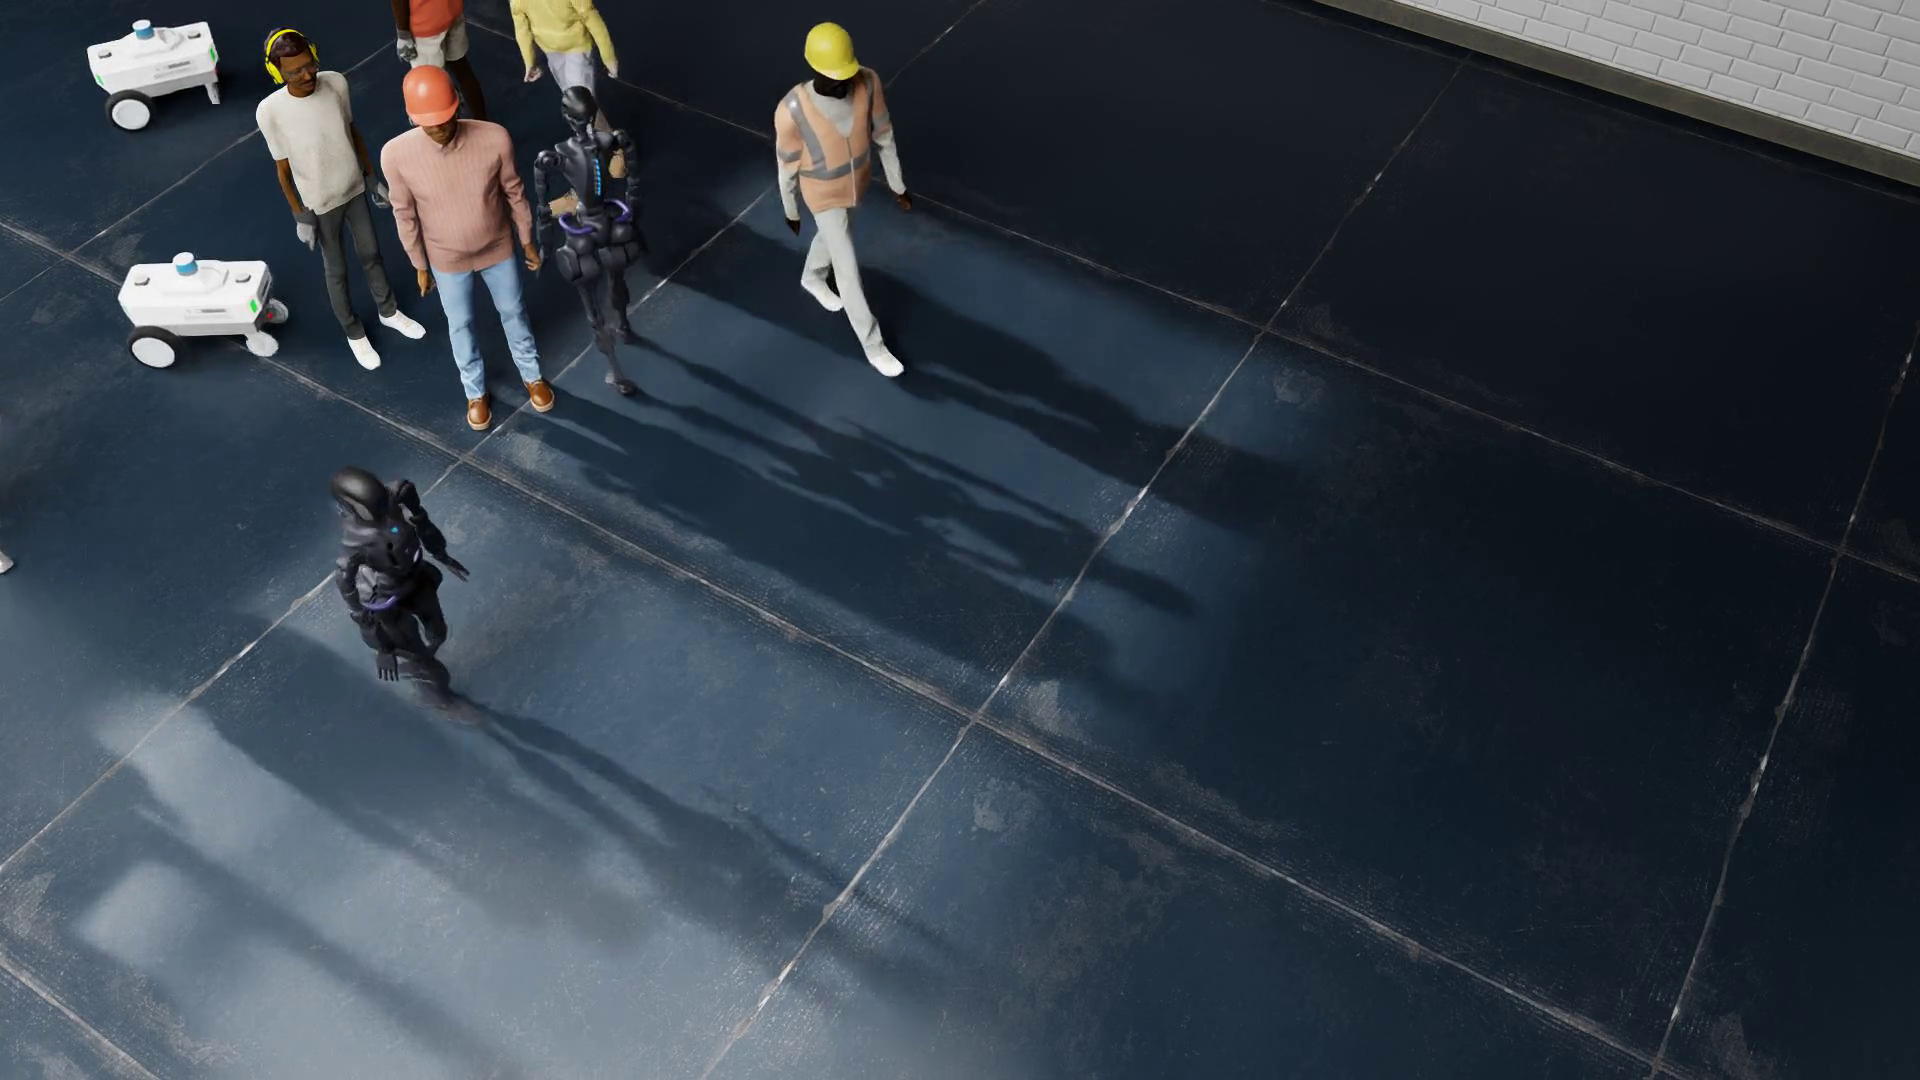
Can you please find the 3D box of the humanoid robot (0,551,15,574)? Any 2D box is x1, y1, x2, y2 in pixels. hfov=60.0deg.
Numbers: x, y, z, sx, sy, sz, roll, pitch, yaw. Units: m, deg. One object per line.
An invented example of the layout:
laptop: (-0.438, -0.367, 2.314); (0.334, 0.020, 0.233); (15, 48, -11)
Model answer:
humanoid robot: (-4.582, -0.431, 7.238); (0.820, 1.808, 0.574); (2, 49, 2)

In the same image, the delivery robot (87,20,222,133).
delivery robot: (-4.909, -2.883, 10.141); (0.759, 0.588, 0.521); (-19, 51, -16)

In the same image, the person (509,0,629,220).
person: (-2.176, -2.675, 9.115); (0.554, 1.828, 0.833); (16, 51, 14)

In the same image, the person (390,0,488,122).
person: (-2.971, -2.958, 9.288); (0.386, 1.953, 0.607); (13, 50, 11)

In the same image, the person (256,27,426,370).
person: (-3.072, -1.686, 8.226); (0.327, 1.873, 0.516); (32, 56, 25)

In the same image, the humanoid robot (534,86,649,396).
humanoid robot: (-1.827, -1.497, 8.212); (0.608, 1.643, 0.602); (-28, 55, -22)

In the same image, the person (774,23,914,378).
person: (-0.580, -1.741, 8.268); (0.603, 1.869, 0.994); (-33, 57, -26)

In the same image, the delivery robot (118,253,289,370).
delivery robot: (-3.985, -1.239, 8.709); (0.781, 0.595, 0.499); (-2, 49, -2)

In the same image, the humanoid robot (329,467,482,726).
humanoid robot: (-2.312, 0.201, 6.738); (0.528, 1.648, 0.615); (20, 52, 17)

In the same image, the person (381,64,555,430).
person: (-2.303, -1.372, 7.870); (0.611, 1.995, 0.387); (-16, 51, -13)
